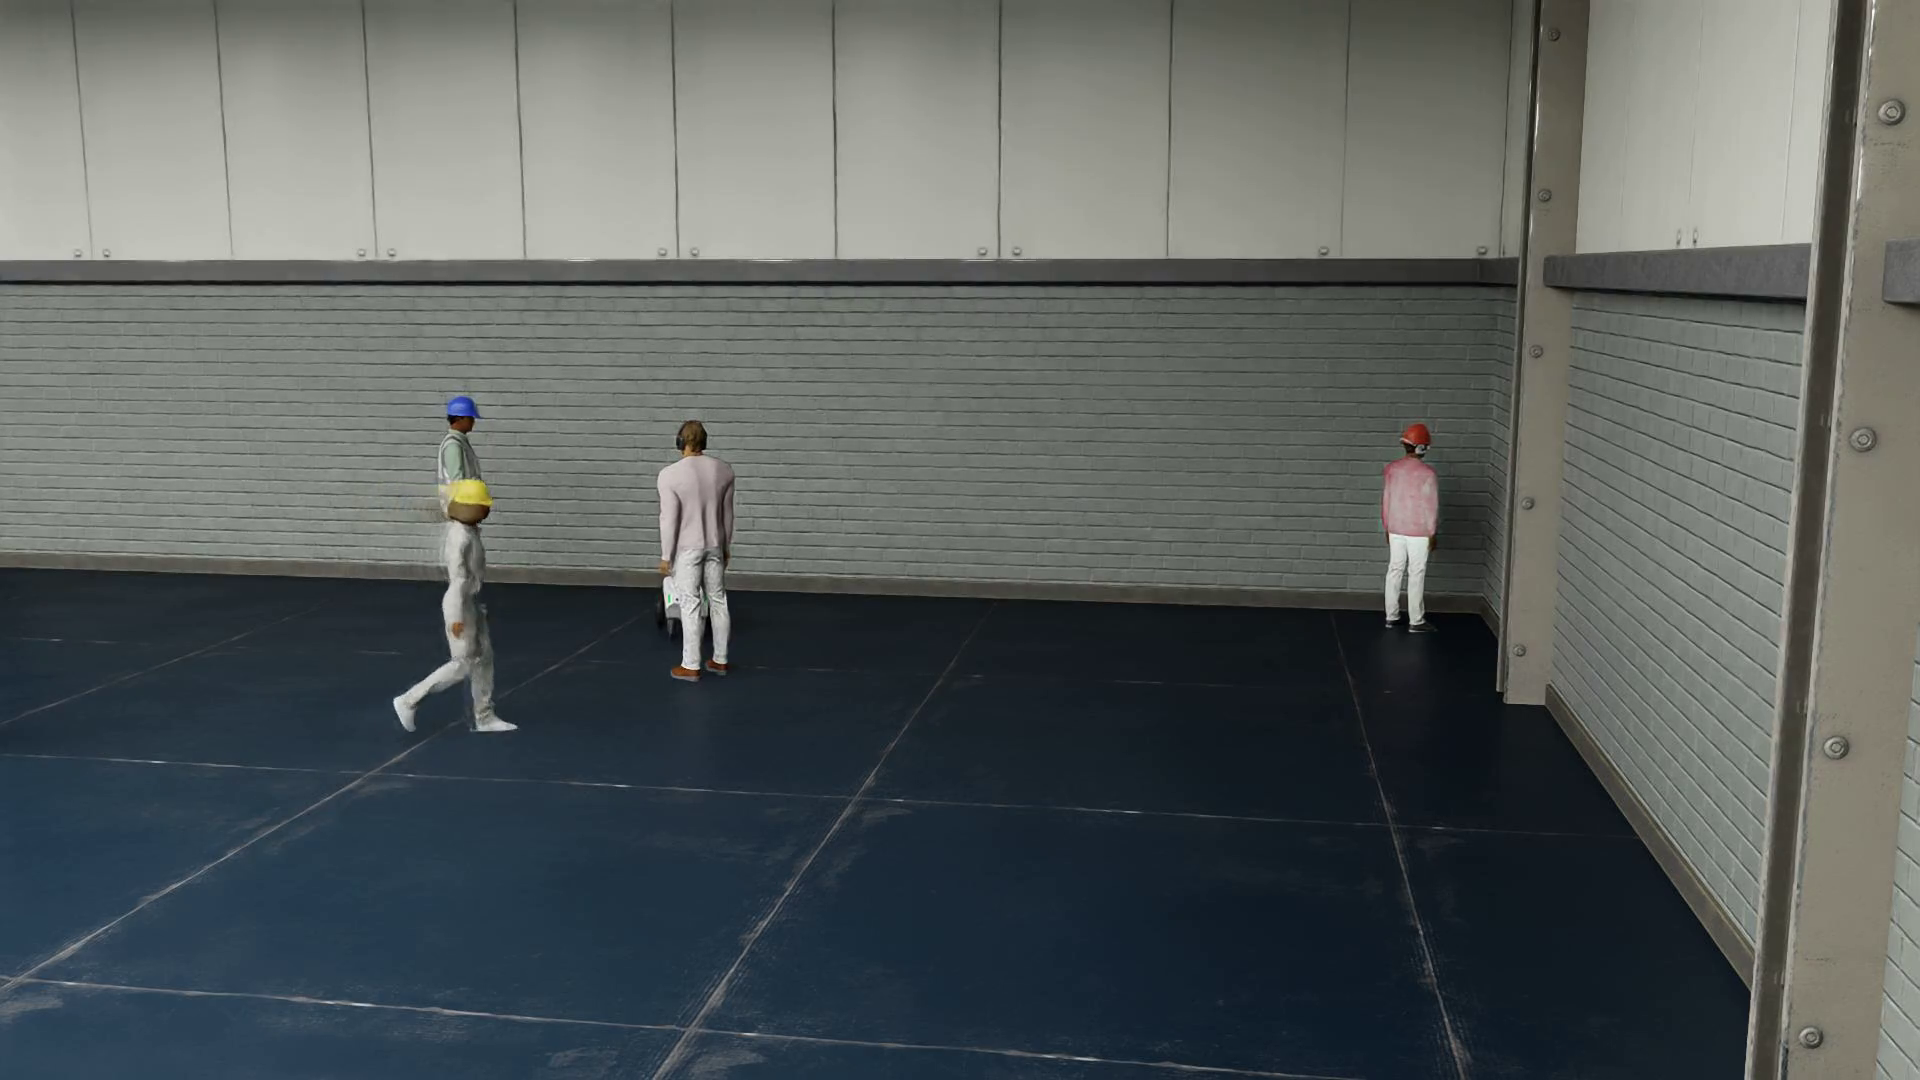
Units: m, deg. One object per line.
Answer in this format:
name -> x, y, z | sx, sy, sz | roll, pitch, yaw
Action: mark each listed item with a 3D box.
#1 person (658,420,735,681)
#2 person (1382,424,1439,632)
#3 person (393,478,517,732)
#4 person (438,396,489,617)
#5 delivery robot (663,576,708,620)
person -> -1.954, 0.078, 12.327 | 0.628, 1.940, 0.378 | -8, 12, -40
person -> 3.811, -0.105, 14.024 | 0.333, 1.753, 0.562 | -6, 11, -33
person -> -3.289, 0.444, 10.770 | 0.666, 1.713, 0.516 | -1, 9, -8
person -> -4.358, -0.289, 14.562 | 0.384, 1.948, 0.605 | -3, 10, -15
delivery robot -> -2.314, 0.453, 13.981 | 0.477, 0.478, 0.707 | -2, 10, -12
